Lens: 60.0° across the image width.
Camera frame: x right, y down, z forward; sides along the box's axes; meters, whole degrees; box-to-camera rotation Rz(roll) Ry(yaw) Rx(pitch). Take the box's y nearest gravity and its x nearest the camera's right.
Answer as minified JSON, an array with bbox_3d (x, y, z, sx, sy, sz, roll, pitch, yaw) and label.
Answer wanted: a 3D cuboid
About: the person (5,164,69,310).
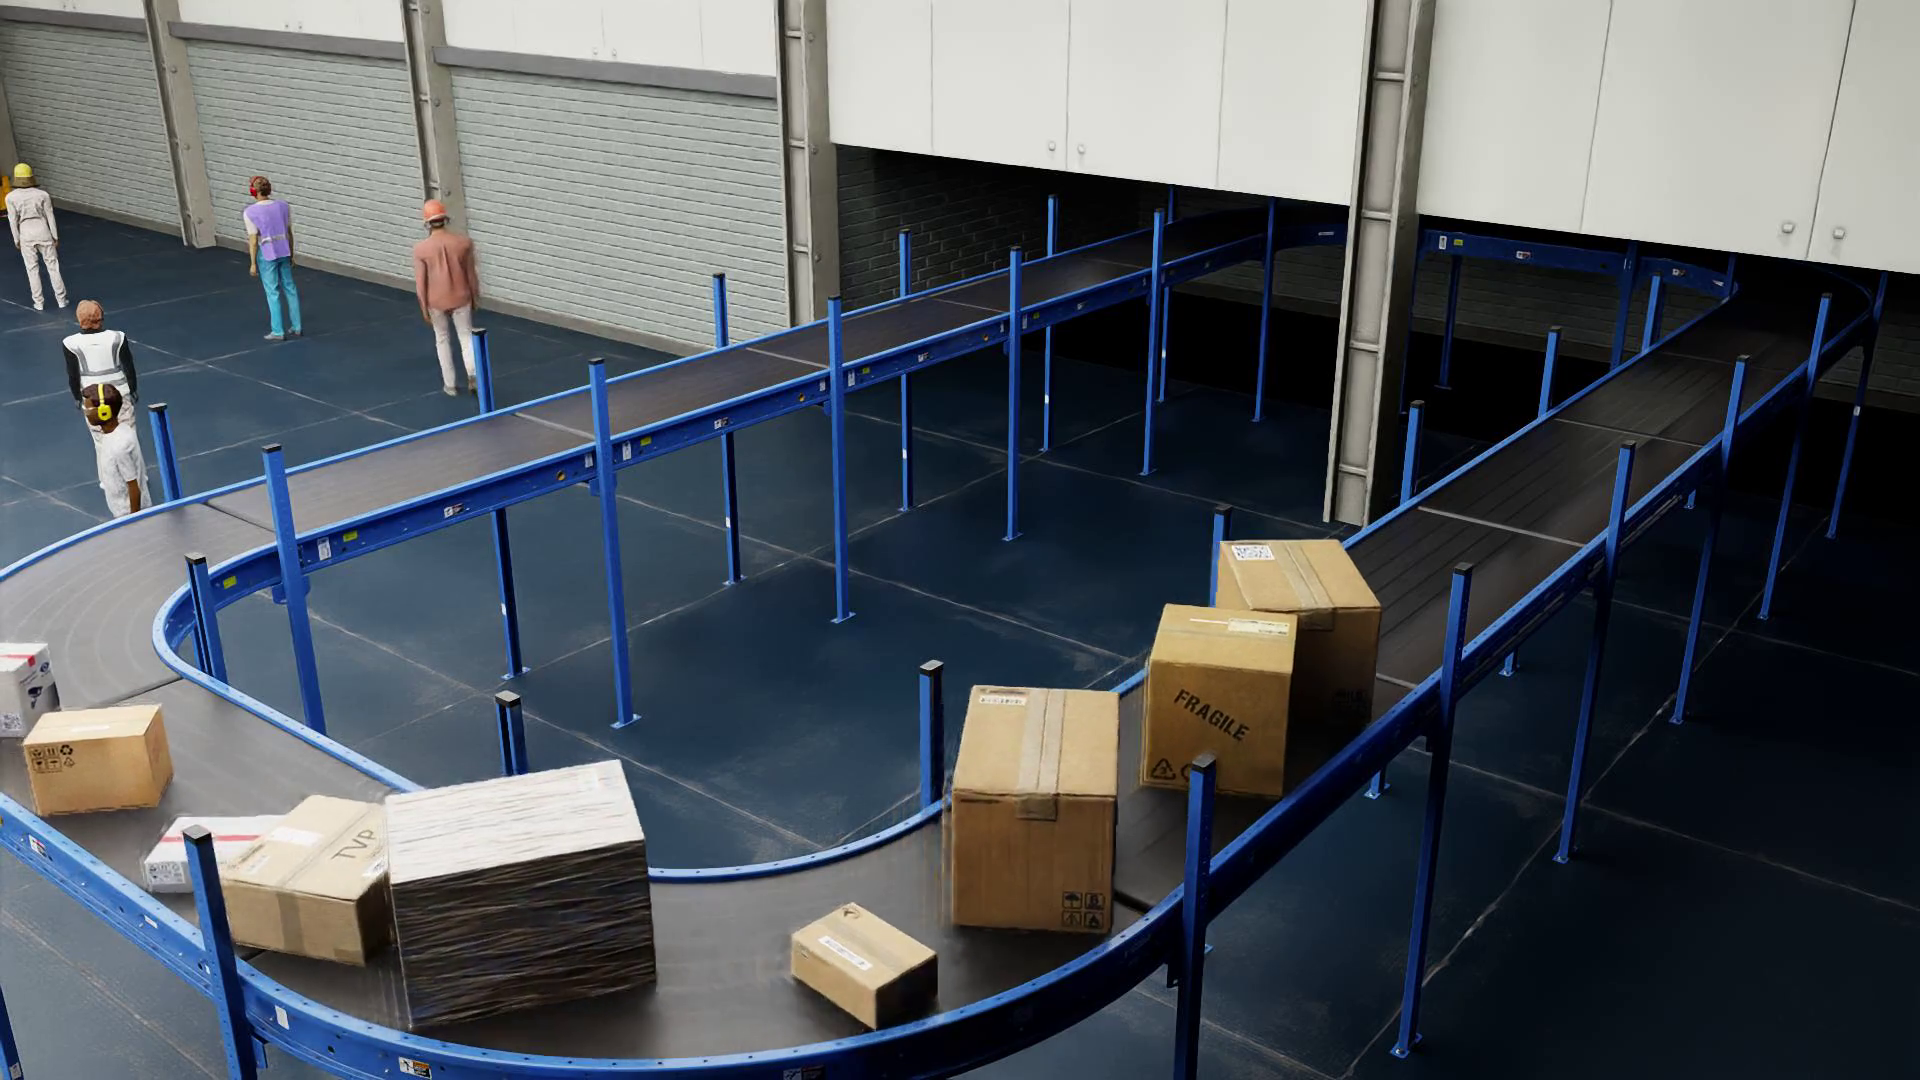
[{"bbox_3d":[-11.195,-3.672,20.138,0.492,1.742,0.321,-11,24,-27],"label":"person"}]

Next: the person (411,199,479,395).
[{"bbox_3d":[-5.075,-2.378,16.536,0.622,1.974,0.625,-10,24,-23],"label":"person"}]

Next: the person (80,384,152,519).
[{"bbox_3d":[-5.492,-0.133,10.978,0.312,1.869,0.536,-11,24,-26],"label":"person"}]

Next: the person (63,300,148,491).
[{"bbox_3d":[-7.198,-1.209,14.020,0.515,1.641,0.308,-13,25,-29],"label":"person"}]

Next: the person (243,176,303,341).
[{"bbox_3d":[-7.716,-3.159,18.694,0.388,1.847,0.563,13,25,31],"label":"person"}]
